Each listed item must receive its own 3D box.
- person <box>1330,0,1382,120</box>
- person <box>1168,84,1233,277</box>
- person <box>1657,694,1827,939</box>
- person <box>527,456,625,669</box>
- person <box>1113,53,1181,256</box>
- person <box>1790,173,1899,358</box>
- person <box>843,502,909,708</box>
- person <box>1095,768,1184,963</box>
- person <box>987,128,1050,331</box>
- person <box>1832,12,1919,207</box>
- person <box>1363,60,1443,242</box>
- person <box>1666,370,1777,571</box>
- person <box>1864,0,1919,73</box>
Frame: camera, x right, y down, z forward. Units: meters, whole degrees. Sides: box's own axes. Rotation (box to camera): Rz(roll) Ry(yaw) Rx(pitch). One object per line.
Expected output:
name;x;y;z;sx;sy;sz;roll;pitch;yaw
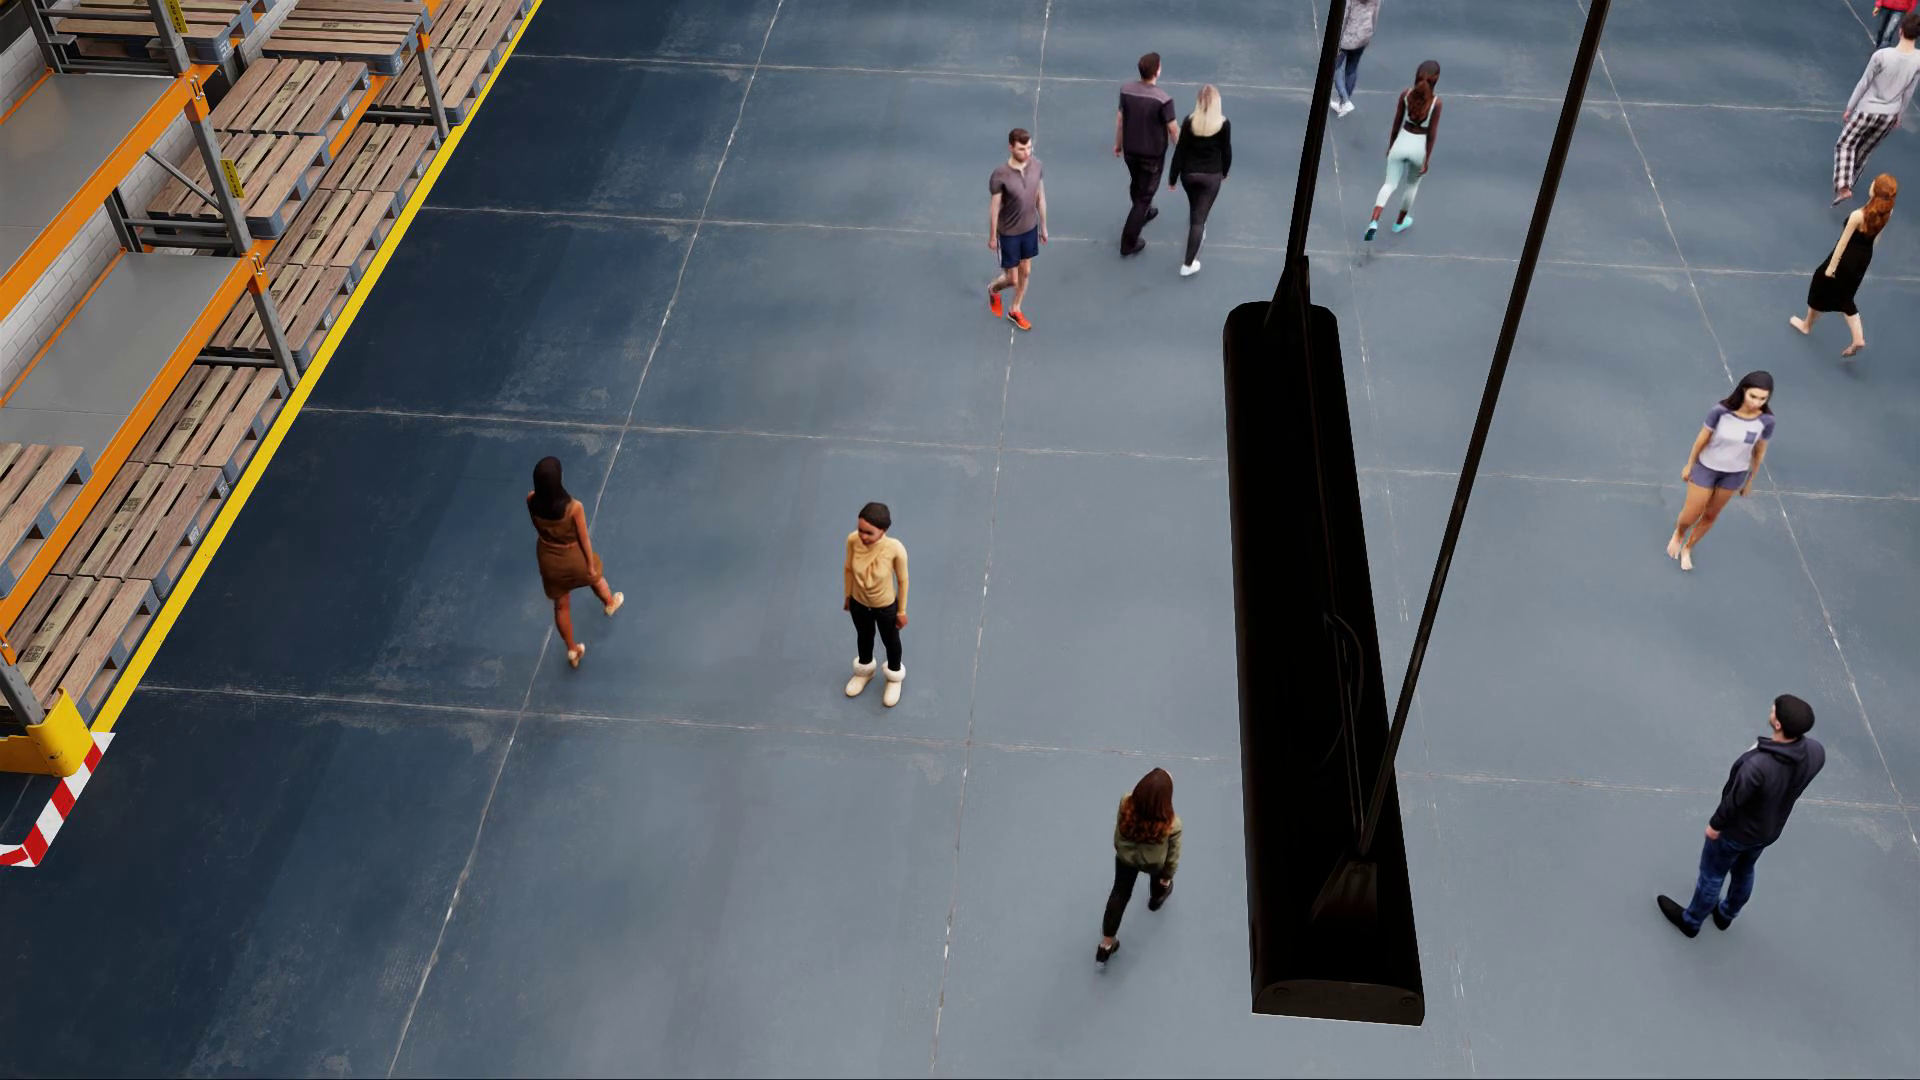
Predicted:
person;3.867;-4.867;16.201;0.778;1.718;0.898;-12;45;-12
person;2.044;-3.057;14.360;0.782;1.637;1.147;12;45;12
person;4.422;1.582;9.308;0.751;1.888;0.728;-14;45;-14
person;-2.621;0.195;10.927;0.654;1.664;0.938;7;44;8
person;1.583;-3.334;14.518;1.053;1.821;1.147;32;52;29
person;7.261;-2.200;13.485;0.798;1.603;1.027;-13;45;-13
person;-0.541;0.391;10.724;0.658;1.659;0.646;15;46;15
person;0.997;1.824;9.375;0.822;1.446;1.058;20;47;20
person;0.433;-2.601;13.733;0.841;1.841;0.899;-24;49;-24
person;8.300;-3.847;15.050;0.706;1.829;0.978;8;44;8
person;3.916;-3.371;14.639;0.881;1.707;1.072;27;50;25
person;5.315;-0.529;11.644;0.647;1.723;0.627;11;45;11
person;9.677;-5.515;17.189;0.841;1.294;0.946;35;53;31
